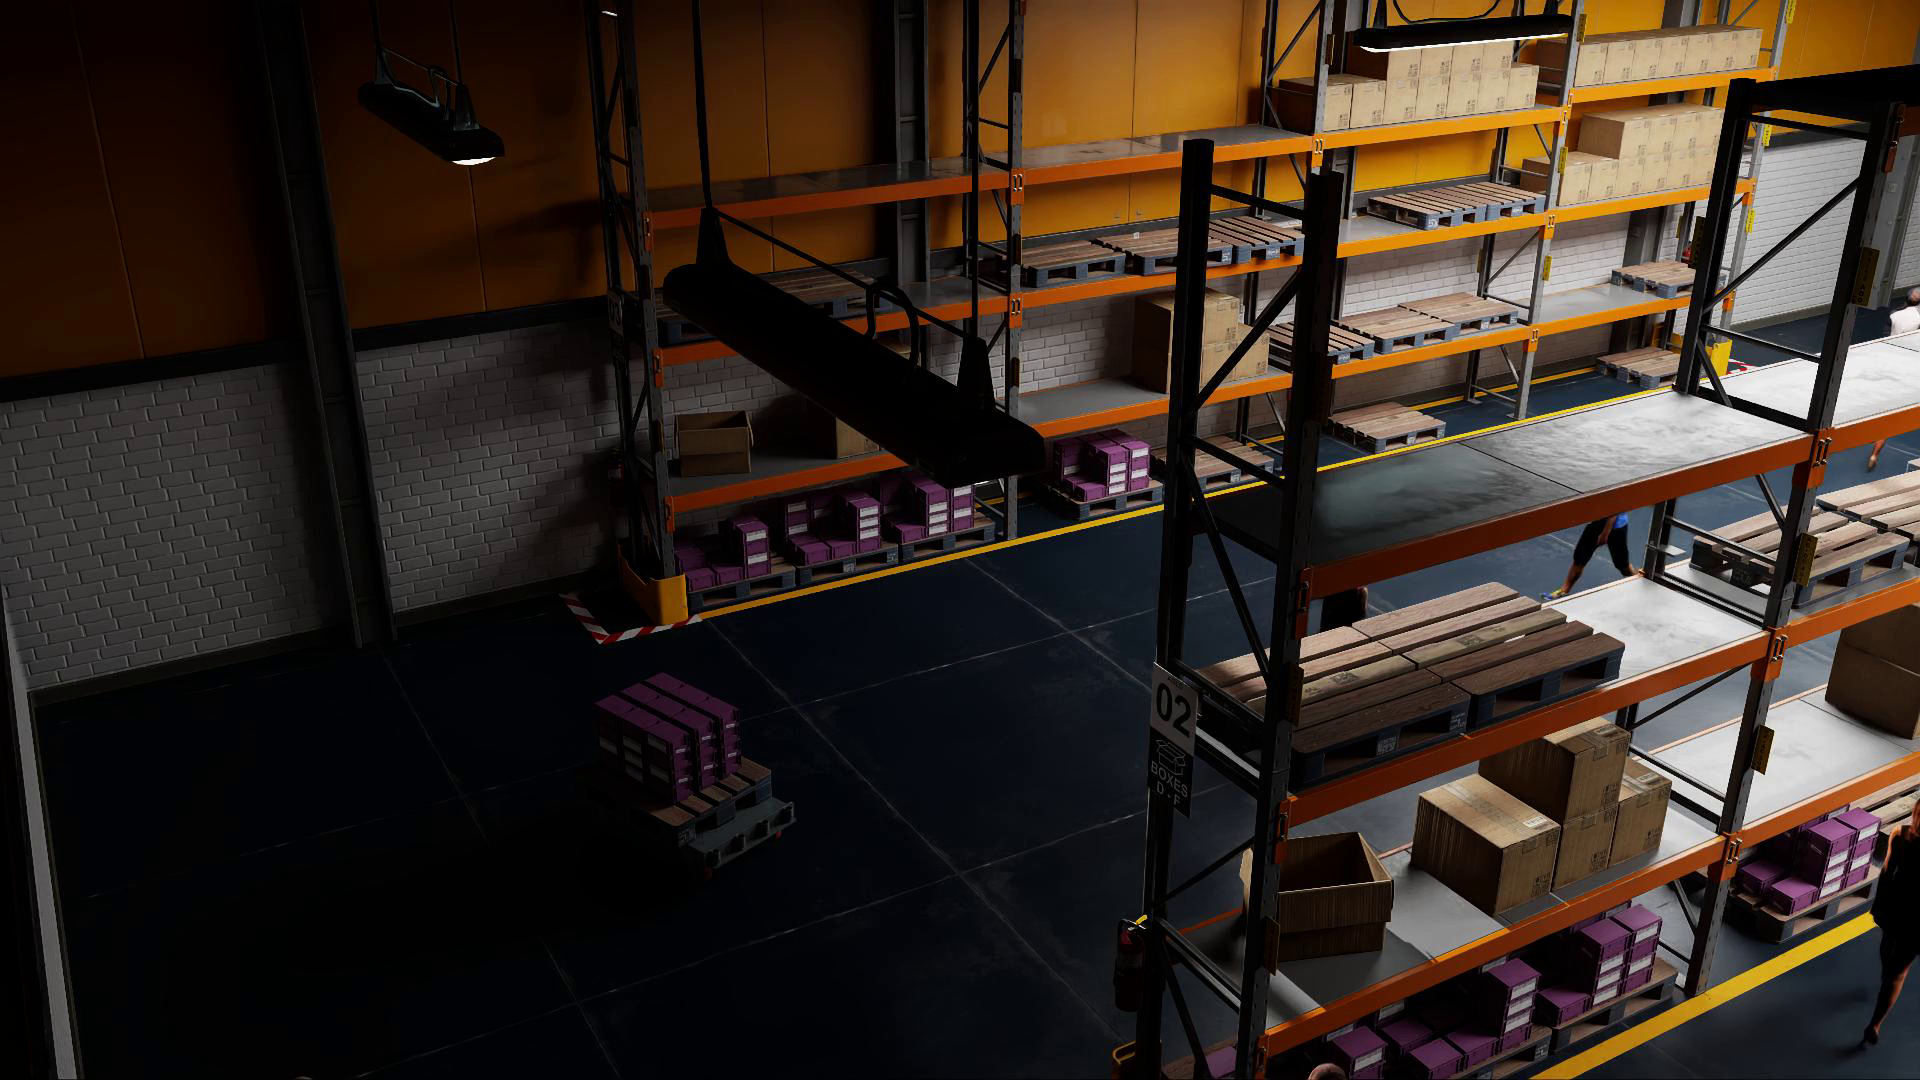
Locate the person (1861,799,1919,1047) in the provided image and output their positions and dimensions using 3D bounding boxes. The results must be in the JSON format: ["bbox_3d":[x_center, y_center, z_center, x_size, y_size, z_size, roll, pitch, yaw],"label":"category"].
[{"bbox_3d":[6.064,2.467,10.670,0.815,1.783,1.187,19,30,37],"label":"person"}]

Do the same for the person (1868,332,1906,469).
[{"bbox_3d":[11.331,-1.669,20.311,0.833,1.640,1.145,19,30,36],"label":"person"}]

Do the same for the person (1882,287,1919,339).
[{"bbox_3d":[12.191,-2.353,21.562,0.675,1.892,0.744,-21,31,-40],"label":"person"}]
